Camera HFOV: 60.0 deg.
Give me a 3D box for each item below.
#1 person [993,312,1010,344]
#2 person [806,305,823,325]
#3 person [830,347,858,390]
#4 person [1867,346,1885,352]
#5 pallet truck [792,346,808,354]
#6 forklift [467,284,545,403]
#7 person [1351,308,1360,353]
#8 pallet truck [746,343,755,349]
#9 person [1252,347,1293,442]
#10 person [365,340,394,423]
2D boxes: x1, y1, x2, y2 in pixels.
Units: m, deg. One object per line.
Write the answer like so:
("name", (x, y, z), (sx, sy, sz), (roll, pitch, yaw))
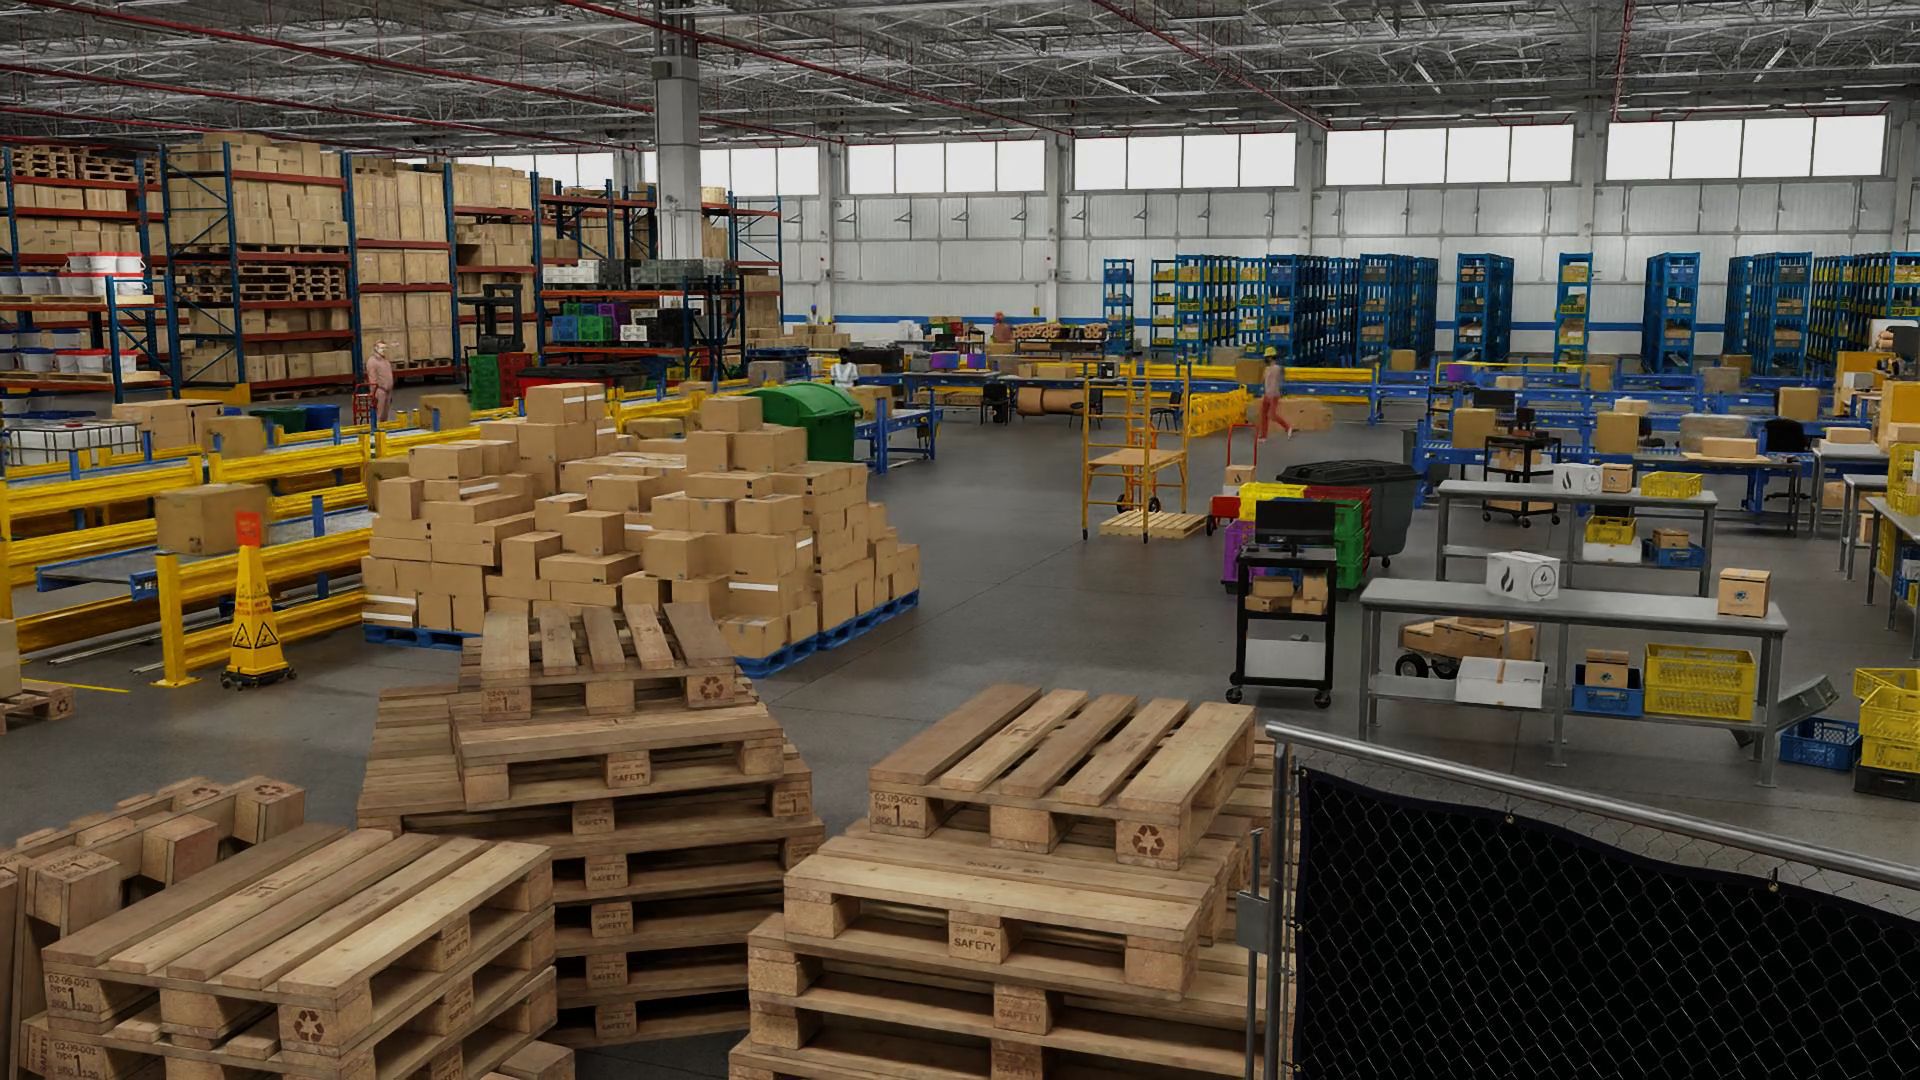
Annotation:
("person", (1.188, -5.689, 48.670), (0.643, 1.961, 0.521), (8, 12, 41))
("person", (-5.460, -7.862, 62.527), (0.608, 1.890, 1.004), (-2, 9, -11))
("person", (-2.191, -2.792, 31.362), (0.527, 1.681, 0.368), (1, 9, 6))
("person", (21.162, -4.035, 38.475), (0.410, 1.909, 0.643), (4, 10, 25))
("pallet truck", (-3.705, -4.298, 42.022), (0.653, 1.274, 1.630), (3, 10, 20))
("forklift", (-10.832, -4.702, 39.610), (1.129, 2.768, 1.873), (3, 10, 20))
("person", (14.533, -7.610, 61.108), (0.380, 1.845, 0.570), (8, 12, 40))
("pallet truck", (-6.183, -4.618, 44.264), (1.601, 1.201, 0.680), (-9, 12, -43))
("person", (5.679, -2.621, 30.093), (0.637, 1.746, 0.536), (-2, 9, -11))
("person", (-10.114, -2.543, 29.118), (0.400, 1.905, 0.643), (1, 9, 6))
